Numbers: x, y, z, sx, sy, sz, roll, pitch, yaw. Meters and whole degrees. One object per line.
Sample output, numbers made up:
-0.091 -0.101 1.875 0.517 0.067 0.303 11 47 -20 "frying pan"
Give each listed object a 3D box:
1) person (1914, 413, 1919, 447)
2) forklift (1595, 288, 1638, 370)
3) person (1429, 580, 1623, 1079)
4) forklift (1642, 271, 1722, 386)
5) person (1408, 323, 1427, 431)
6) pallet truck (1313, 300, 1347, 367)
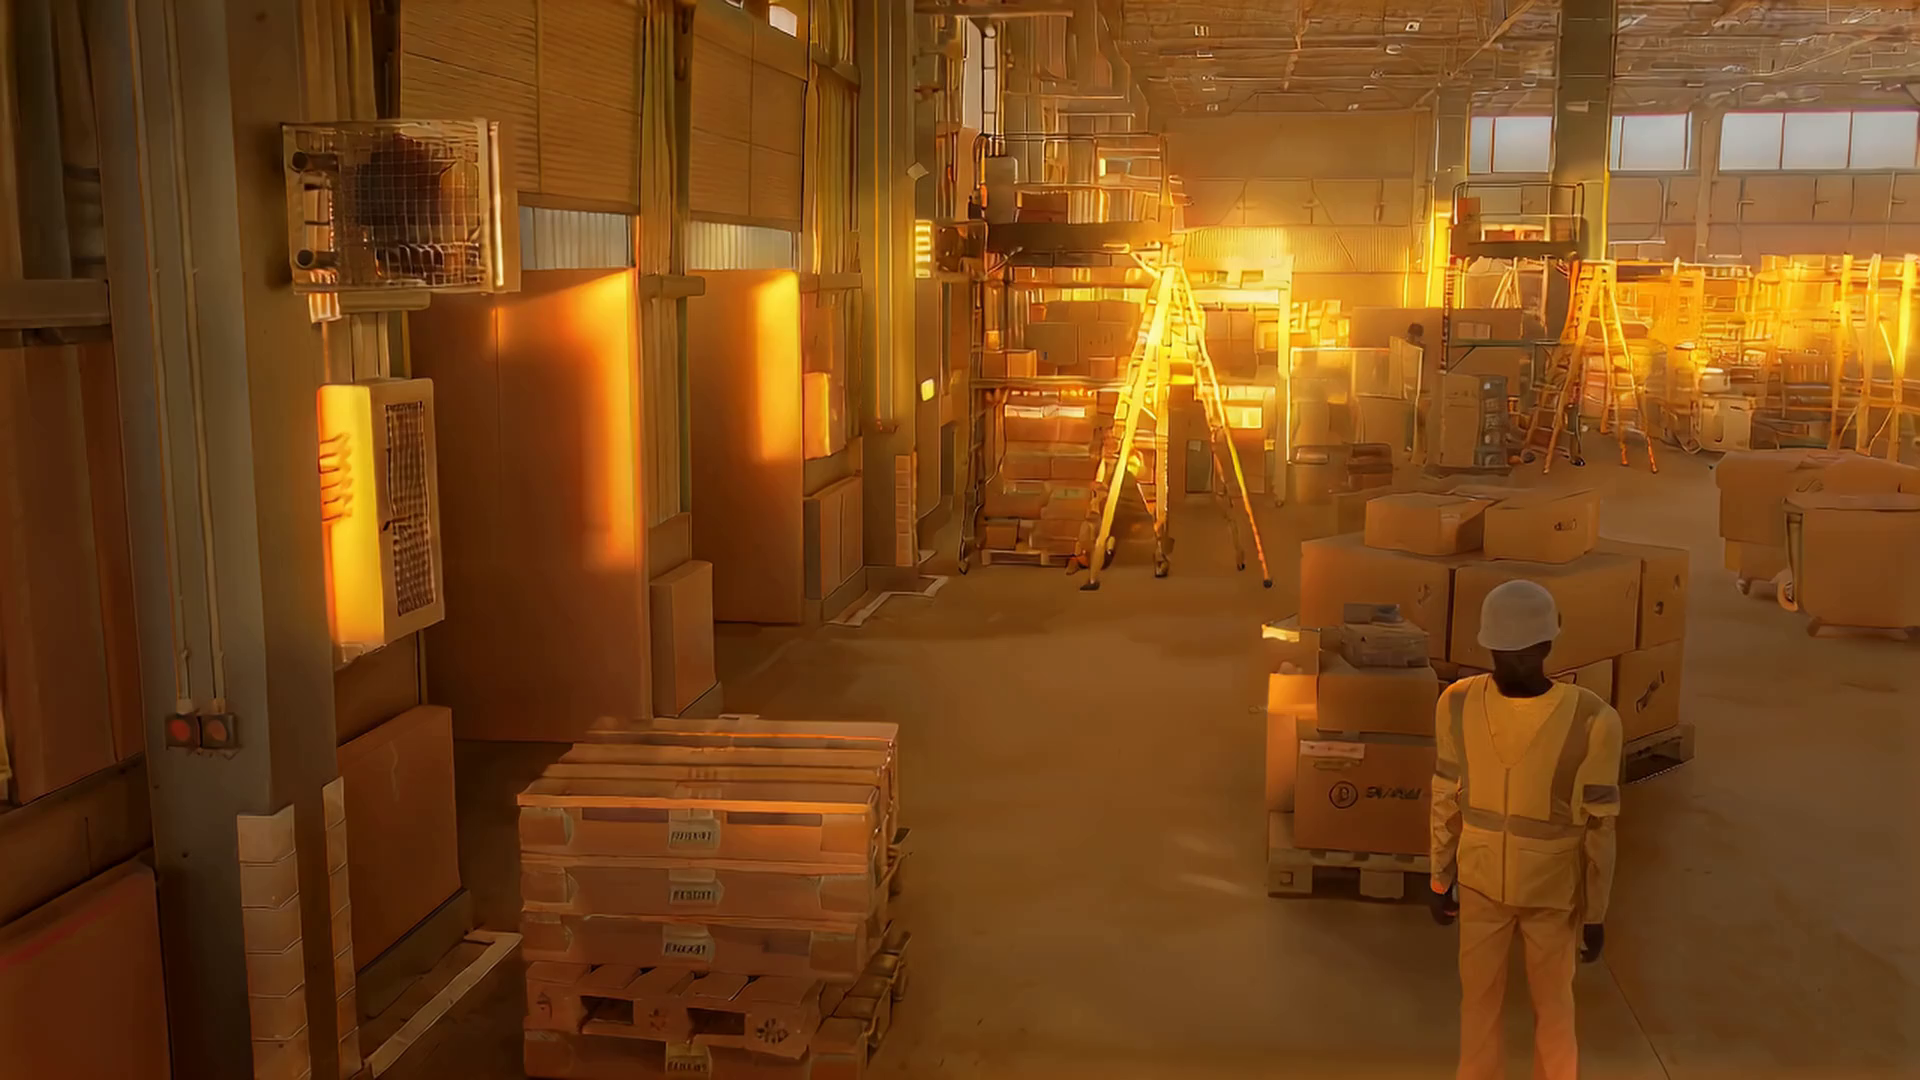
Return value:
15.619 -2.343 26.737 0.320 1.739 0.485 9 13 43 "person"
17.955 -6.105 46.416 1.873 2.768 1.129 -4 10 -25 "forklift"
1.724 1.064 5.172 0.586 1.918 0.398 7 12 38 "person"
17.405 -5.066 40.009 1.129 2.768 1.873 -3 10 -19 "forklift"
8.064 -2.917 29.729 0.555 1.913 0.647 -6 11 -31 "person"
11.159 -6.200 49.718 0.823 1.965 1.885 4 10 26 "pallet truck"
